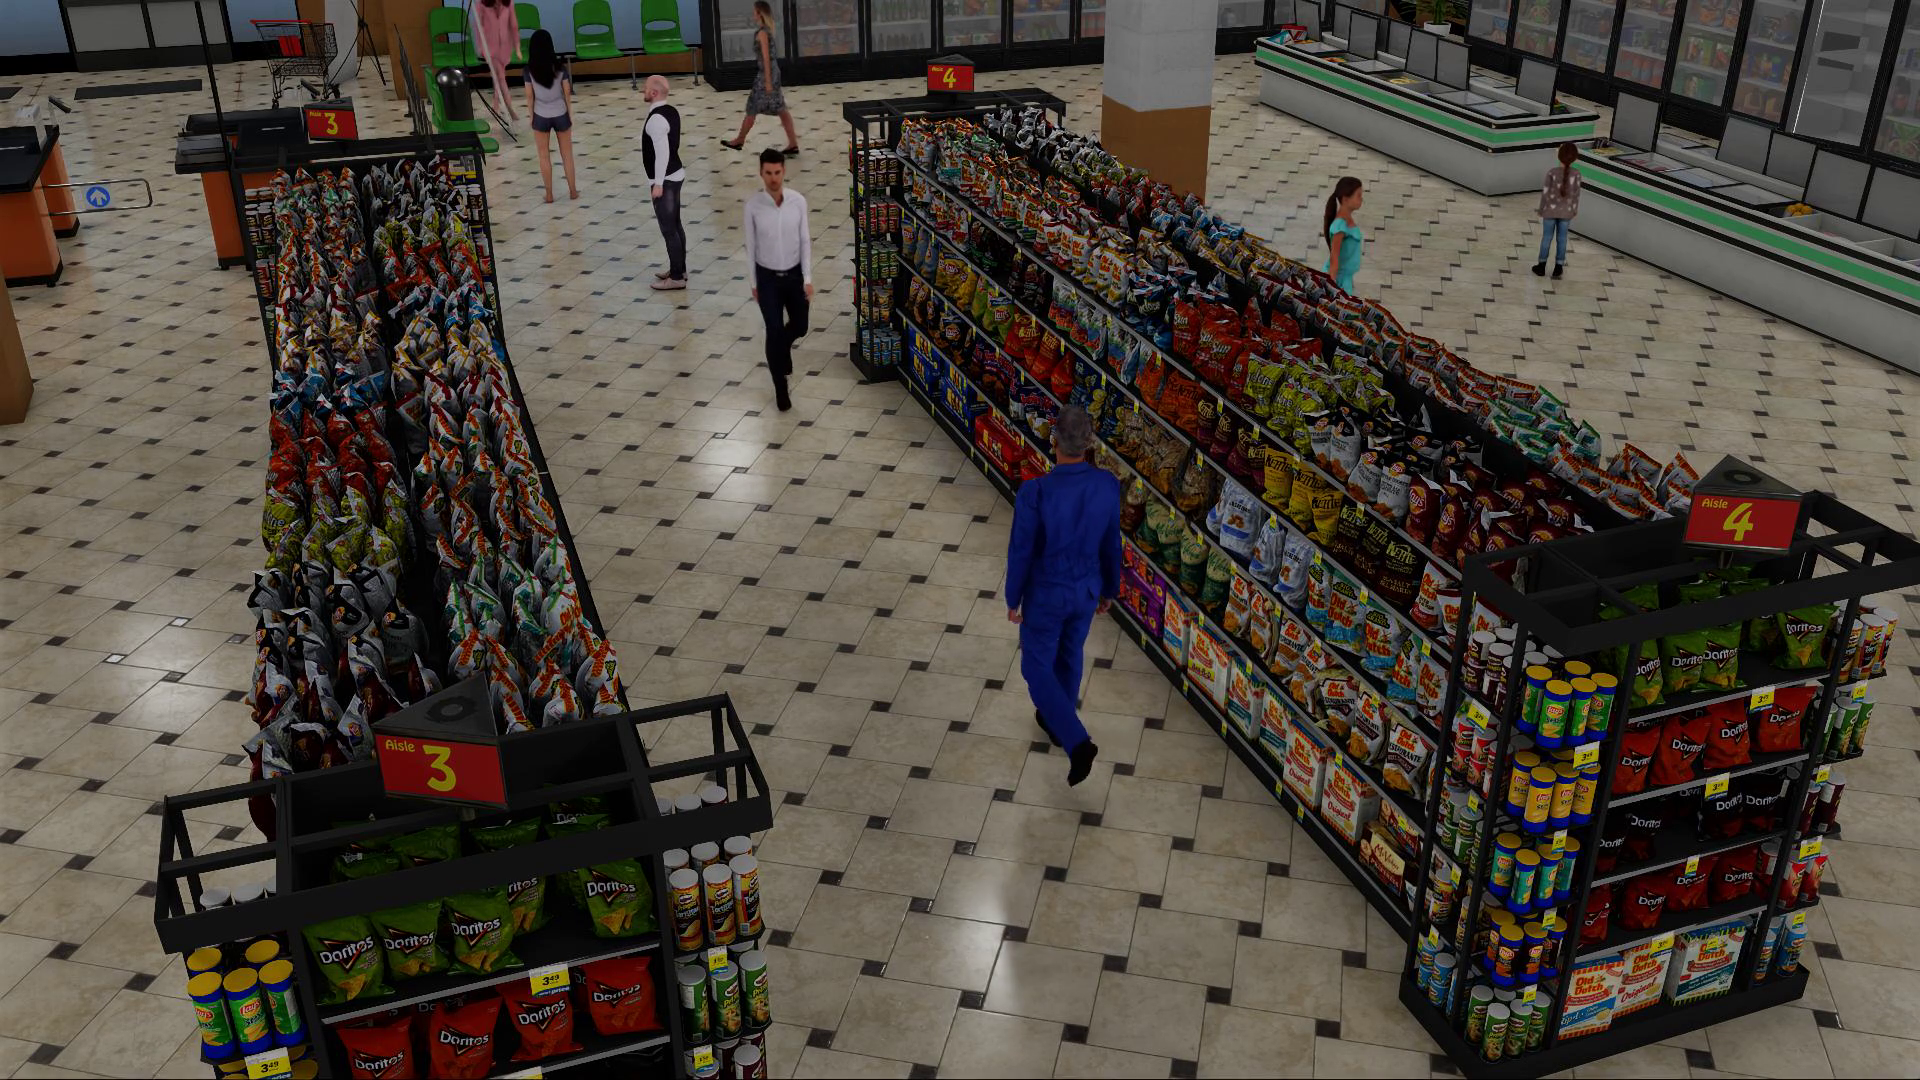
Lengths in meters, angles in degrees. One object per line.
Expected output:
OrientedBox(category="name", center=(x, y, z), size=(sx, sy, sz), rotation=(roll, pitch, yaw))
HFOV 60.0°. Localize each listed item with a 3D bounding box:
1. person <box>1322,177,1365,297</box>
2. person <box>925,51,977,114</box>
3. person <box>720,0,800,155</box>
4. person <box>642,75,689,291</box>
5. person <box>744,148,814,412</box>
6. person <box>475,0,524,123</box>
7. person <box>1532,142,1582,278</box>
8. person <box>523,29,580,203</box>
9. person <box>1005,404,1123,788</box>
OrientedBox(category="person", center=(2.736, -1.924, 12.332), size=(0.769, 1.552, 0.715), rotation=(7, 28, 14))
OrientedBox(category="person", center=(-0.078, -3.391, 14.844), size=(0.759, 1.896, 0.810), rotation=(11, 29, 20))
OrientedBox(category="person", center=(-2.021, -5.061, 18.405), size=(1.001, 1.654, 1.119), rotation=(4, 27, 7))
OrientedBox(category="person", center=(-2.532, -3.073, 14.297), size=(0.827, 1.824, 0.672), rotation=(0, 27, 1))
OrientedBox(category="person", center=(-1.302, -1.919, 12.004), size=(0.654, 1.840, 1.053), rotation=(-7, 28, -13))
OrientedBox(category="person", center=(-5.584, -5.888, 19.956), size=(0.746, 1.725, 1.169), rotation=(-11, 29, -21))
OrientedBox(category="person", center=(5.286, -2.920, 14.691), size=(0.554, 1.194, 0.584), rotation=(4, 27, 9))
OrientedBox(category="person", center=(-4.153, -4.294, 16.835), size=(0.588, 1.706, 0.516), rotation=(-9, 28, -16))
OrientedBox(category="person", center=(0.499, 0.289, 7.689), size=(0.760, 1.804, 1.021), rotation=(-10, 29, -20))
